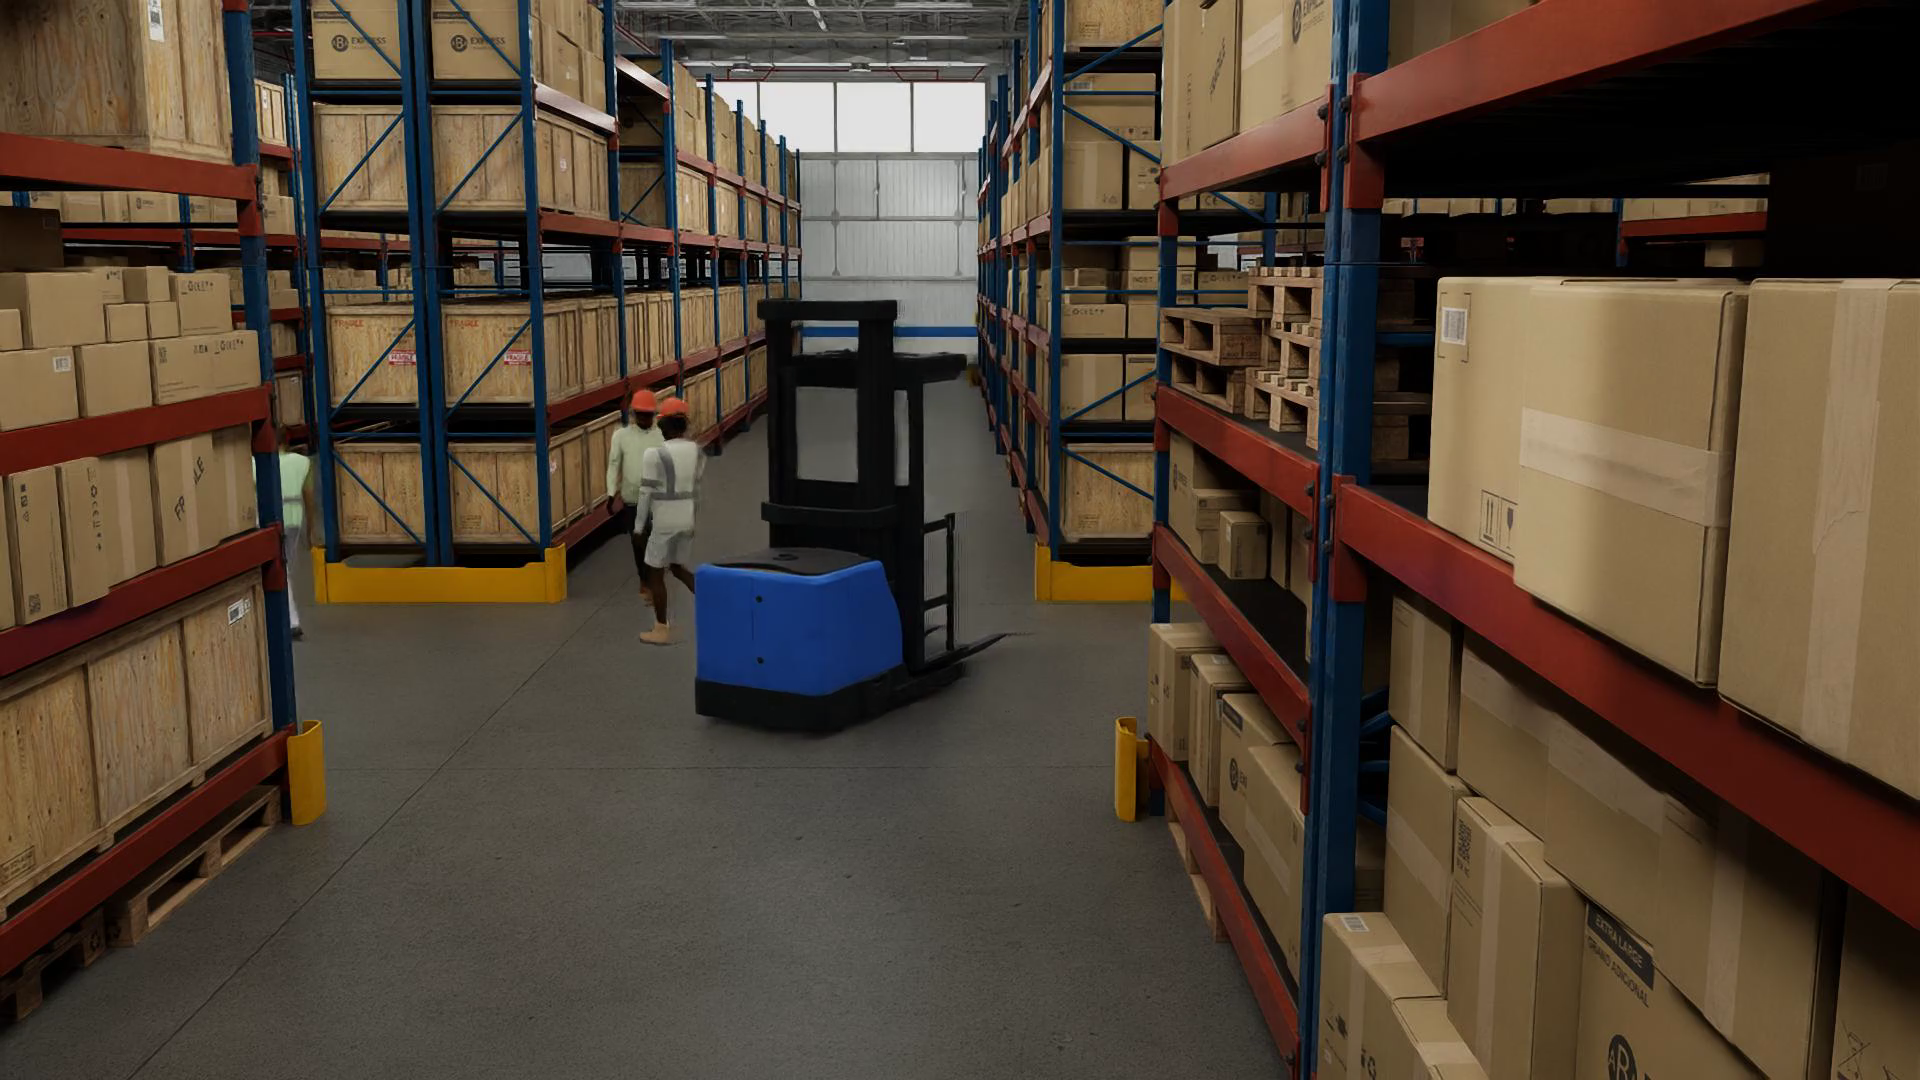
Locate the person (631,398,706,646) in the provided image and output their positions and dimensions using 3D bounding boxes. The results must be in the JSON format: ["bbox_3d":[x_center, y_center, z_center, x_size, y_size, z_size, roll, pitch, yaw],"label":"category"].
[{"bbox_3d":[-2.290,-0.129,13.385,0.614,2.004,0.647,6,11,32],"label":"person"}]

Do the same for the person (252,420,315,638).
[{"bbox_3d":[-5.645,-0.098,13.778,0.590,1.805,0.963,-8,12,-41],"label":"person"}]

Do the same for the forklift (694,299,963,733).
[{"bbox_3d":[-0.905,-0.258,11.441,1.129,2.768,1.873,5,10,28],"label":"forklift"}]

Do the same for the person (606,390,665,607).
[{"bbox_3d":[-2.890,-0.394,15.159,0.627,1.945,1.004,0,9,-2],"label":"person"}]
